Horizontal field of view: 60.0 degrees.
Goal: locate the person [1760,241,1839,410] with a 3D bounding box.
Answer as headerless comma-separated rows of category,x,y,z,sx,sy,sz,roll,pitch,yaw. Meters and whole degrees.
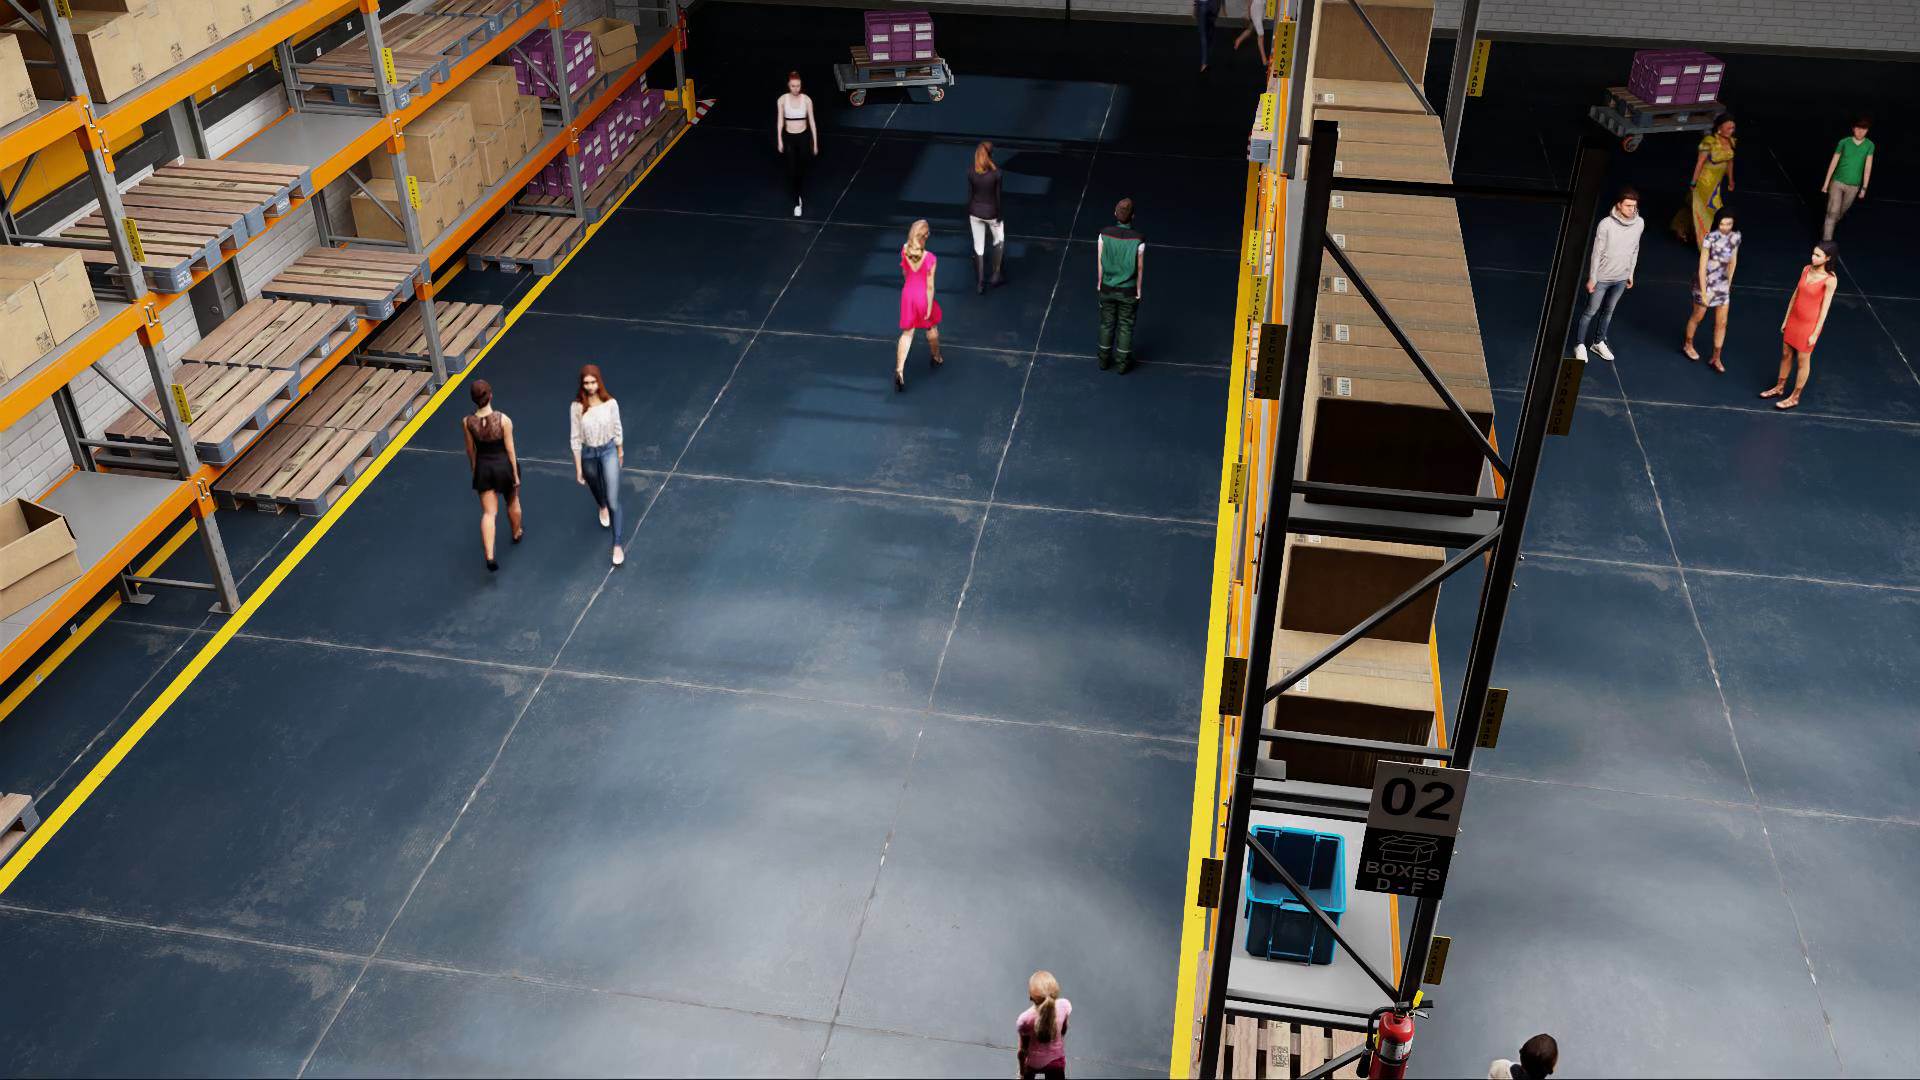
person,8.186,-2.094,16.106,0.718,1.717,0.610,-12,35,-17

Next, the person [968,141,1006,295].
person,0.248,-3.496,18.217,0.584,1.717,0.663,8,34,11

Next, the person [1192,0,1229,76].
person,3.705,-7.788,24.659,0.907,1.733,1.193,-8,34,-12

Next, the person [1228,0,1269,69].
person,4.406,-7.969,24.954,1.089,1.708,1.127,-26,42,-34

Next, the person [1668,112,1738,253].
person,8.625,-4.180,19.331,1.209,1.621,1.322,-19,38,-26

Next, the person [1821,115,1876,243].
person,10.248,-4.134,19.266,0.700,1.618,1.124,10,35,15

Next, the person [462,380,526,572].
person,-3.873,-0.517,13.797,0.736,1.647,1.118,-2,34,-4

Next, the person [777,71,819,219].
person,-2.003,-4.863,20.276,0.871,1.714,1.123,-6,34,-9

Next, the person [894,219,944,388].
person,-0.474,-2.310,16.467,0.776,1.678,1.107,16,37,22

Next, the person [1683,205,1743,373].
person,7.570,-2.603,16.882,0.800,1.707,0.962,-7,34,-10

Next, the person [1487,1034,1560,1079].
person,2.834,3.082,8.559,0.651,1.452,0.661,25,41,33

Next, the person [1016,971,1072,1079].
person,0.487,2.865,9.065,0.717,1.254,0.957,-9,35,-13

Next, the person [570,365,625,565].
person,-3.073,-0.730,14.085,0.845,1.684,1.211,-5,34,-8

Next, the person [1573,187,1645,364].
person,6.606,-2.708,16.908,0.745,1.853,0.714,-7,34,-11

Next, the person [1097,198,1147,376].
person,1.594,-2.552,16.682,0.663,1.843,0.630,11,35,16
